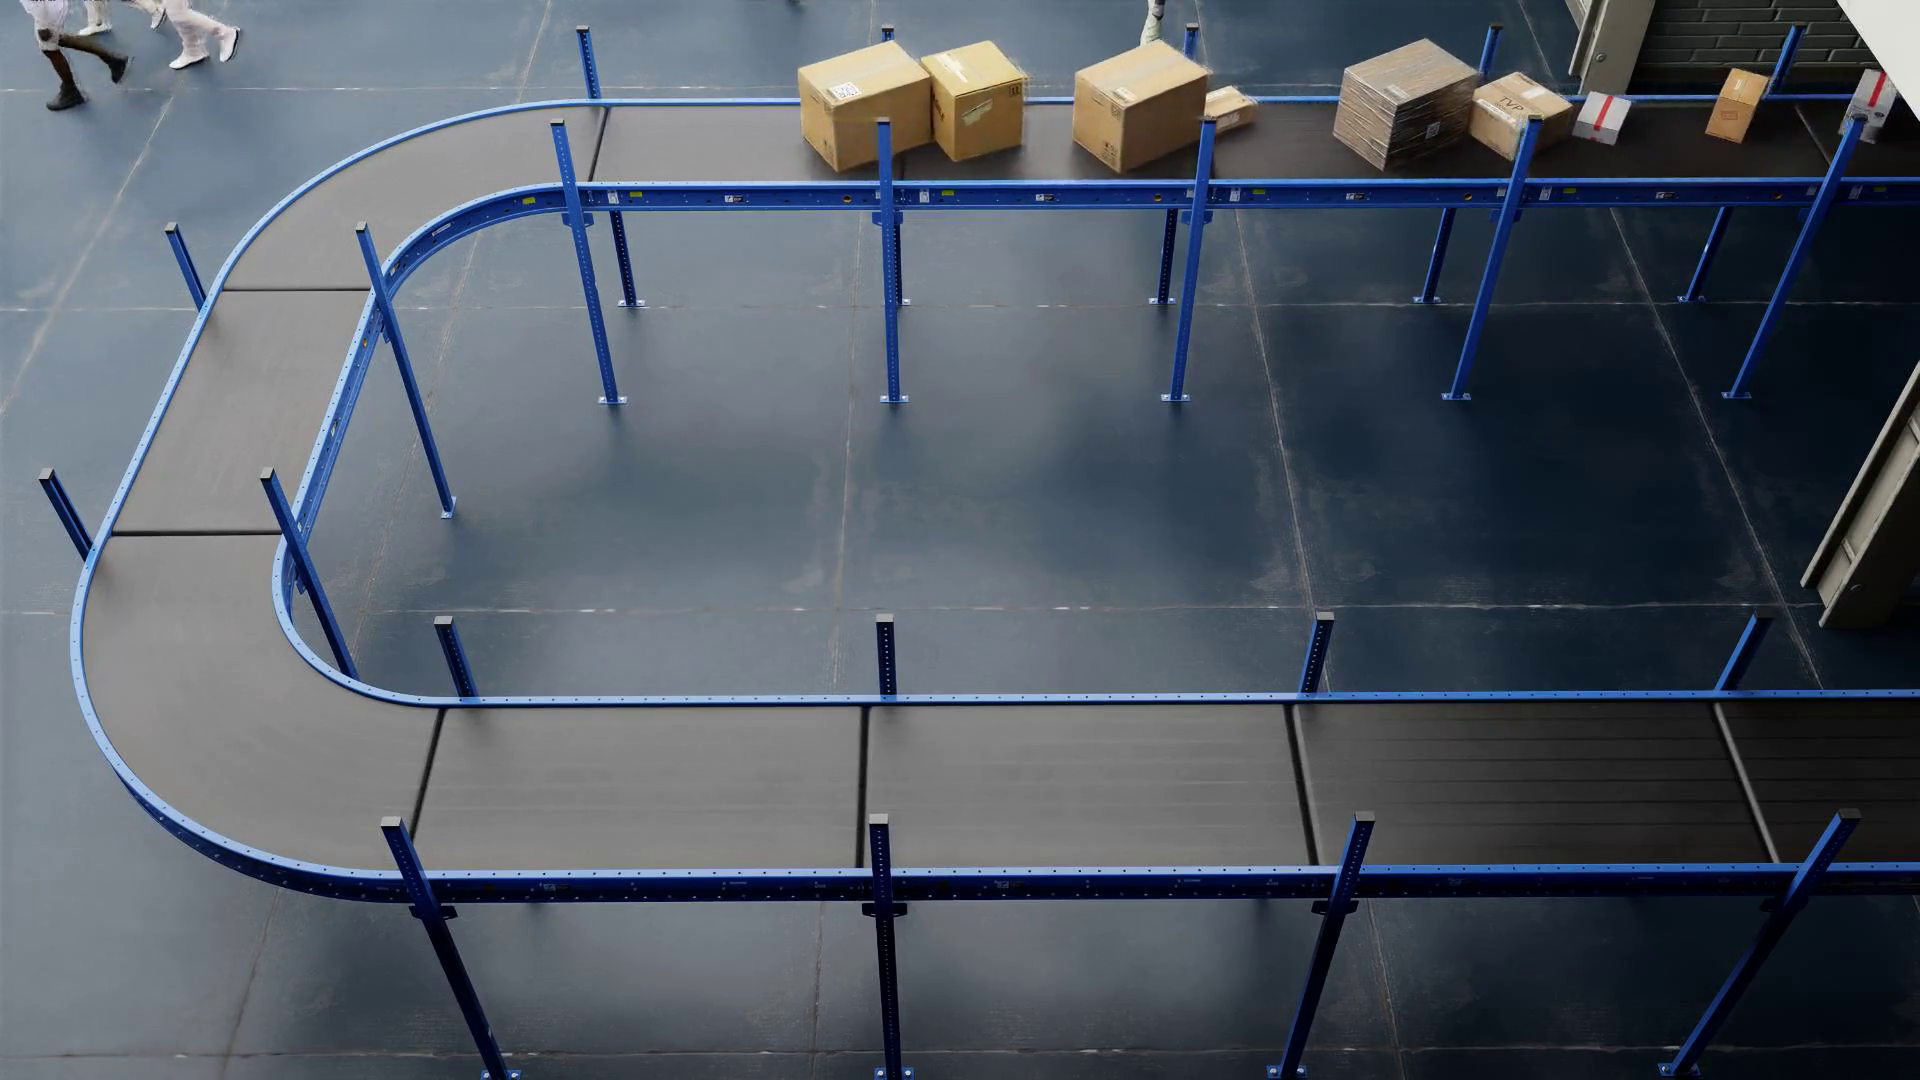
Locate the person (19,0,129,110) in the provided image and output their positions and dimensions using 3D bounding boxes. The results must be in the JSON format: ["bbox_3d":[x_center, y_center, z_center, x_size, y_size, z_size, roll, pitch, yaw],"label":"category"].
[{"bbox_3d":[-7.452,-4.396,14.097,0.675,1.884,0.580,-19,50,-17],"label":"person"}]

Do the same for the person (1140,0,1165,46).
[{"bbox_3d":[1.669,-4.599,14.300,0.319,1.864,0.516,4,47,4],"label":"person"}]

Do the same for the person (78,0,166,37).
[{"bbox_3d":[-7.547,-5.159,14.986,0.753,1.609,0.510,-19,50,-17],"label":"person"}]

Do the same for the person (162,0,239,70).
[{"bbox_3d":[-6.691,-4.877,14.537,0.500,1.891,0.658,-29,54,-25],"label":"person"}]
